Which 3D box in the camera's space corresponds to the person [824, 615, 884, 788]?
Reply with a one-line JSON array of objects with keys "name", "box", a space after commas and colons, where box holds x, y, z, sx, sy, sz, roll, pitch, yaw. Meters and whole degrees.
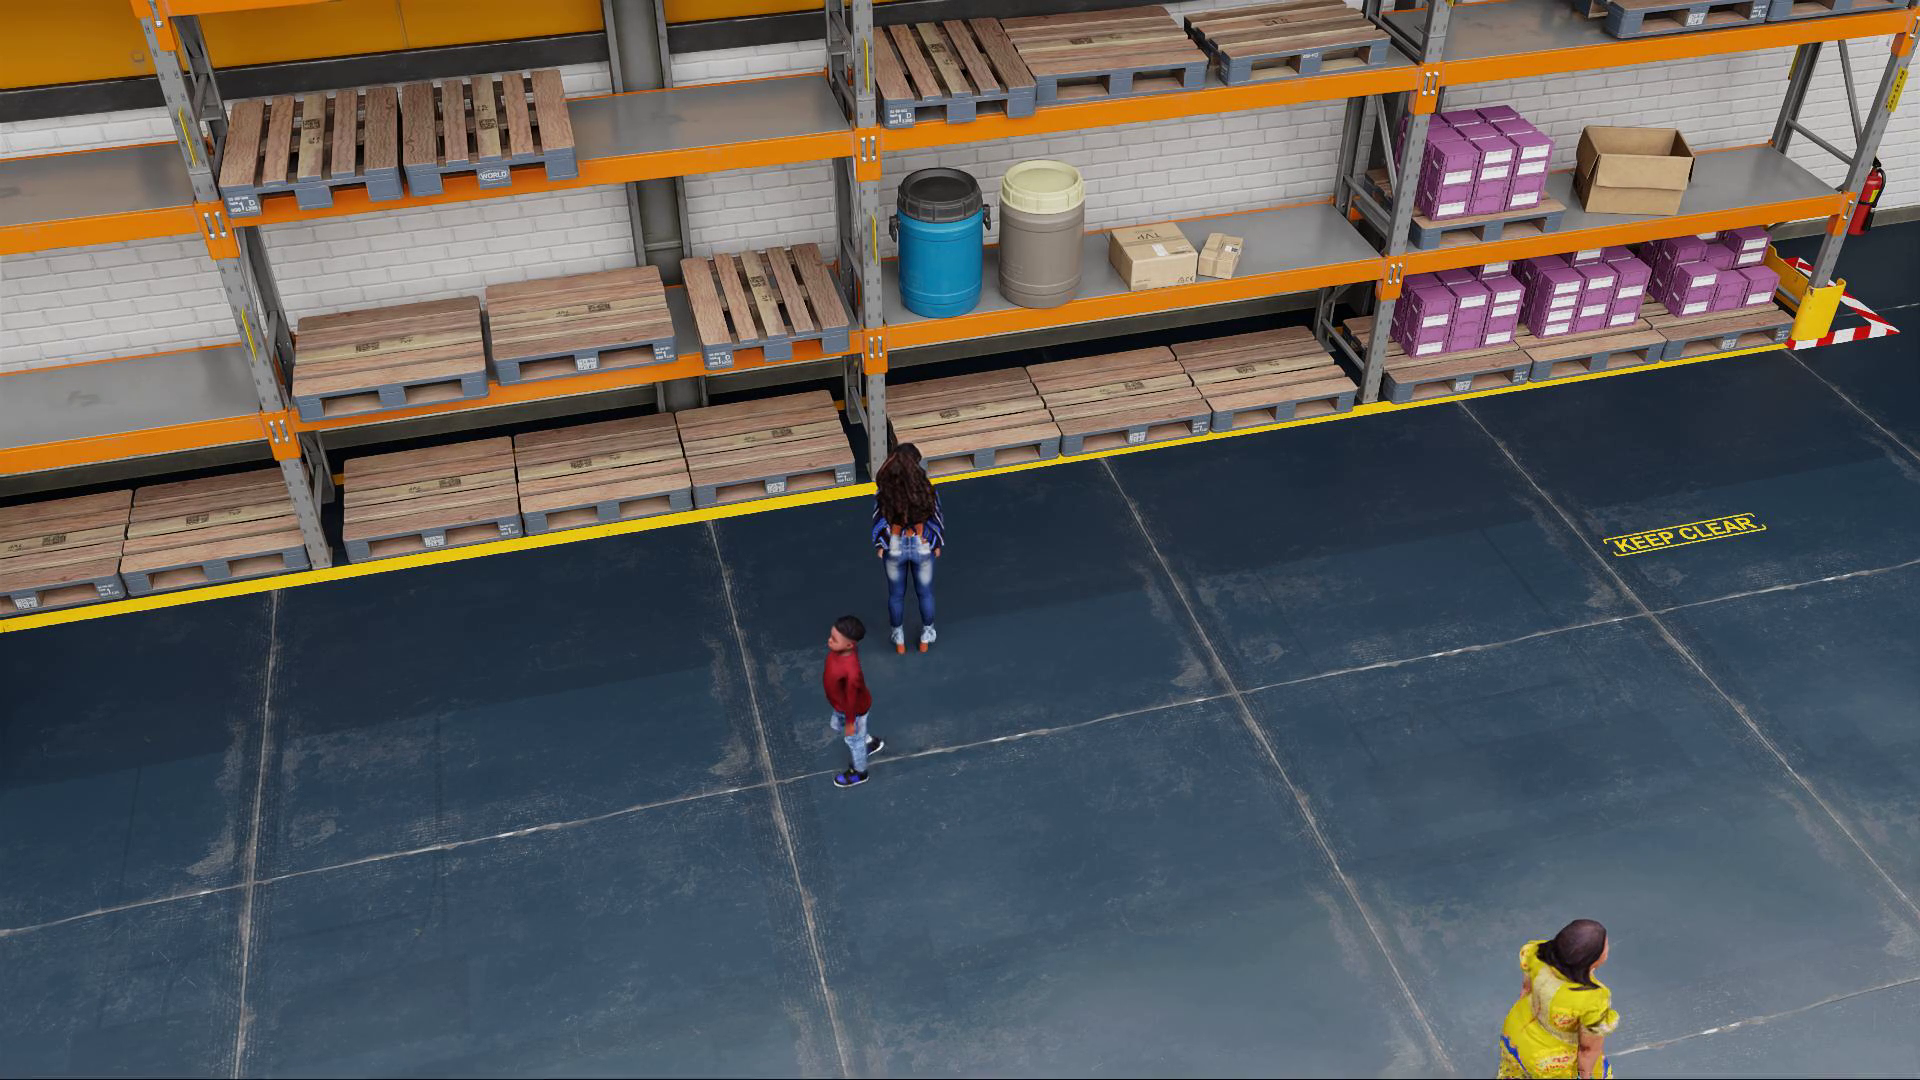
[{"name": "person", "box": [-0.580, 0.927, 9.717, 0.561, 1.246, 0.509, -11, 40, -14]}]

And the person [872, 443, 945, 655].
[{"name": "person", "box": [-0.323, 0.056, 10.513, 0.578, 1.614, 0.723, 1, 39, 1]}]

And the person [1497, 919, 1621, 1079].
[{"name": "person", "box": [2.643, 2.353, 7.618, 0.947, 1.648, 0.784, -15, 41, -18]}]
